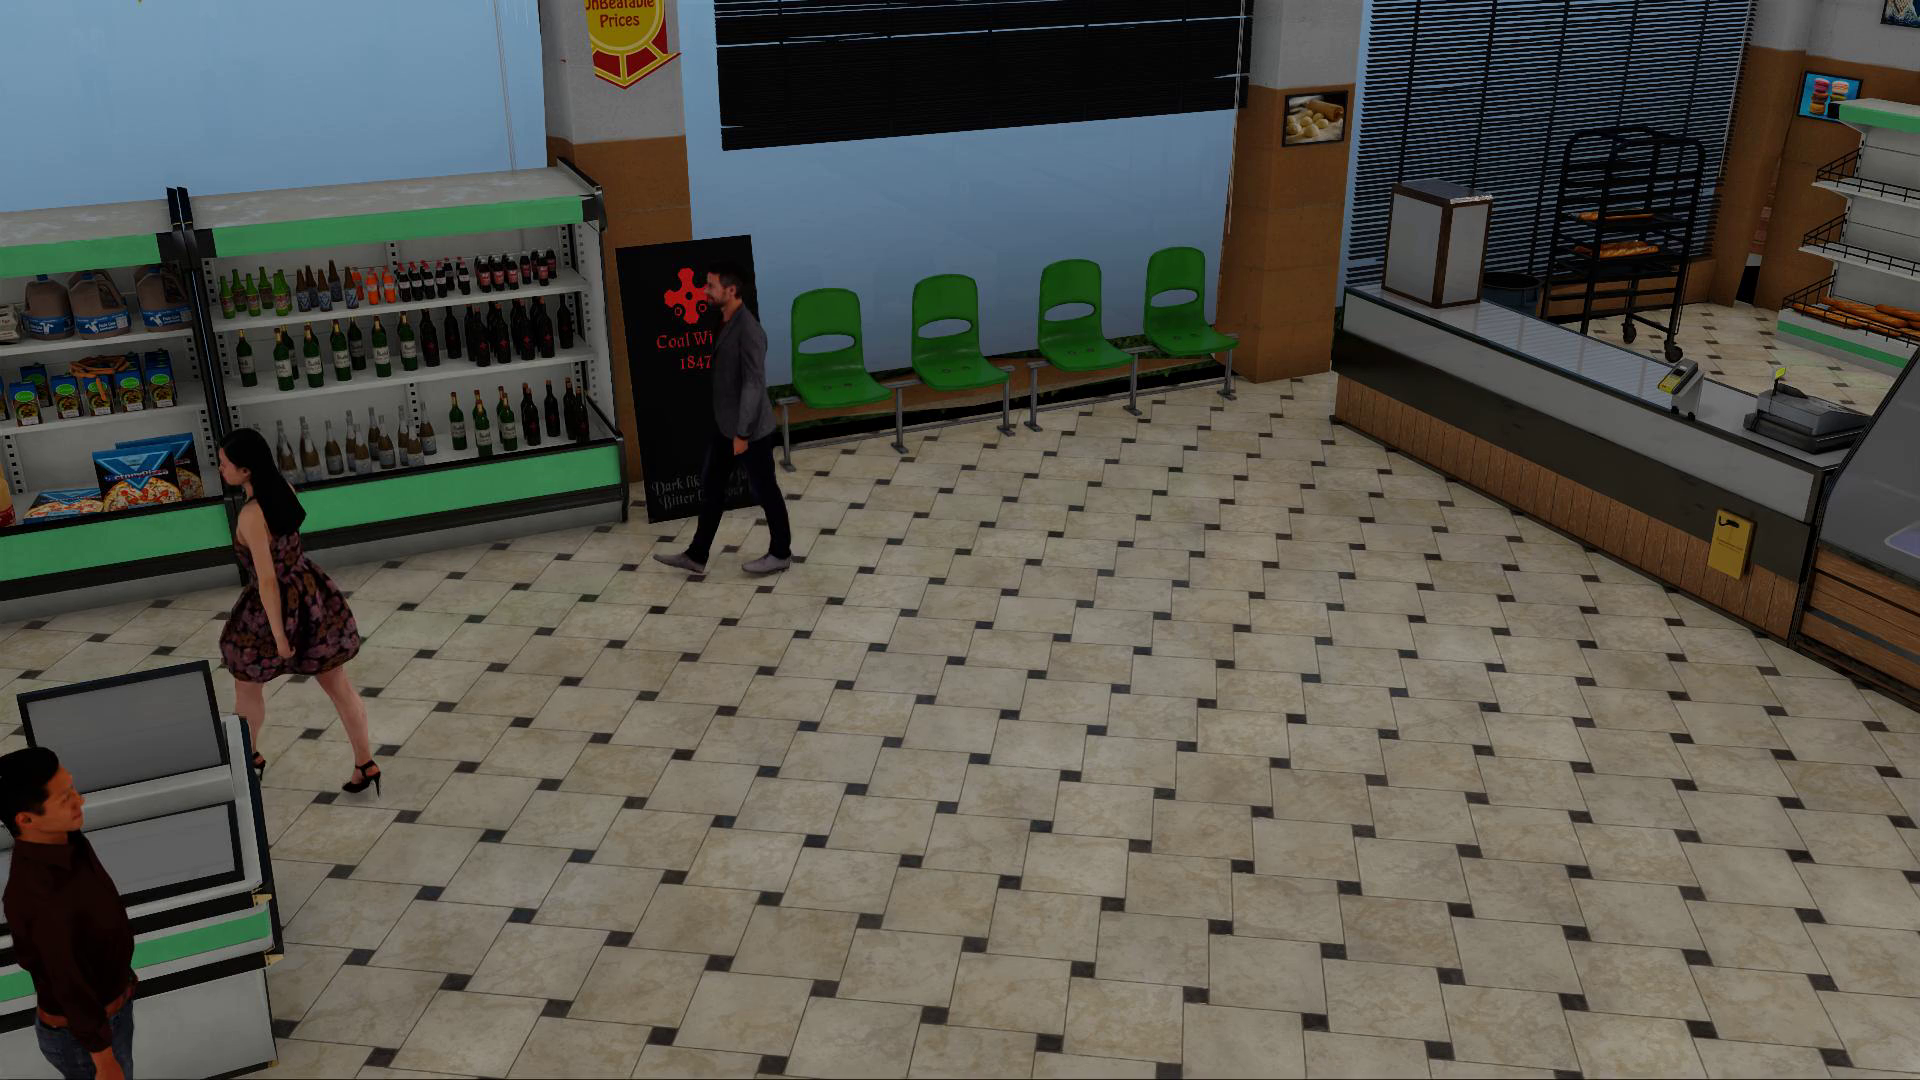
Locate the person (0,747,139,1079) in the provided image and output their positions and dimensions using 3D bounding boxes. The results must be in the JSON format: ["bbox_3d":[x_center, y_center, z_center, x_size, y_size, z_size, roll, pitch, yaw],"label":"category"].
[{"bbox_3d":[-2.501,1.376,4.758,0.494,1.780,0.645,-11,26,-23],"label":"person"}]

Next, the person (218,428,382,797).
[{"bbox_3d":[-2.785,0.363,7.129,1.115,1.736,0.987,5,24,12],"label":"person"}]

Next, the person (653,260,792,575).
[{"bbox_3d":[-1.142,-0.664,9.337,1.009,1.847,0.751,-13,27,-27],"label":"person"}]
